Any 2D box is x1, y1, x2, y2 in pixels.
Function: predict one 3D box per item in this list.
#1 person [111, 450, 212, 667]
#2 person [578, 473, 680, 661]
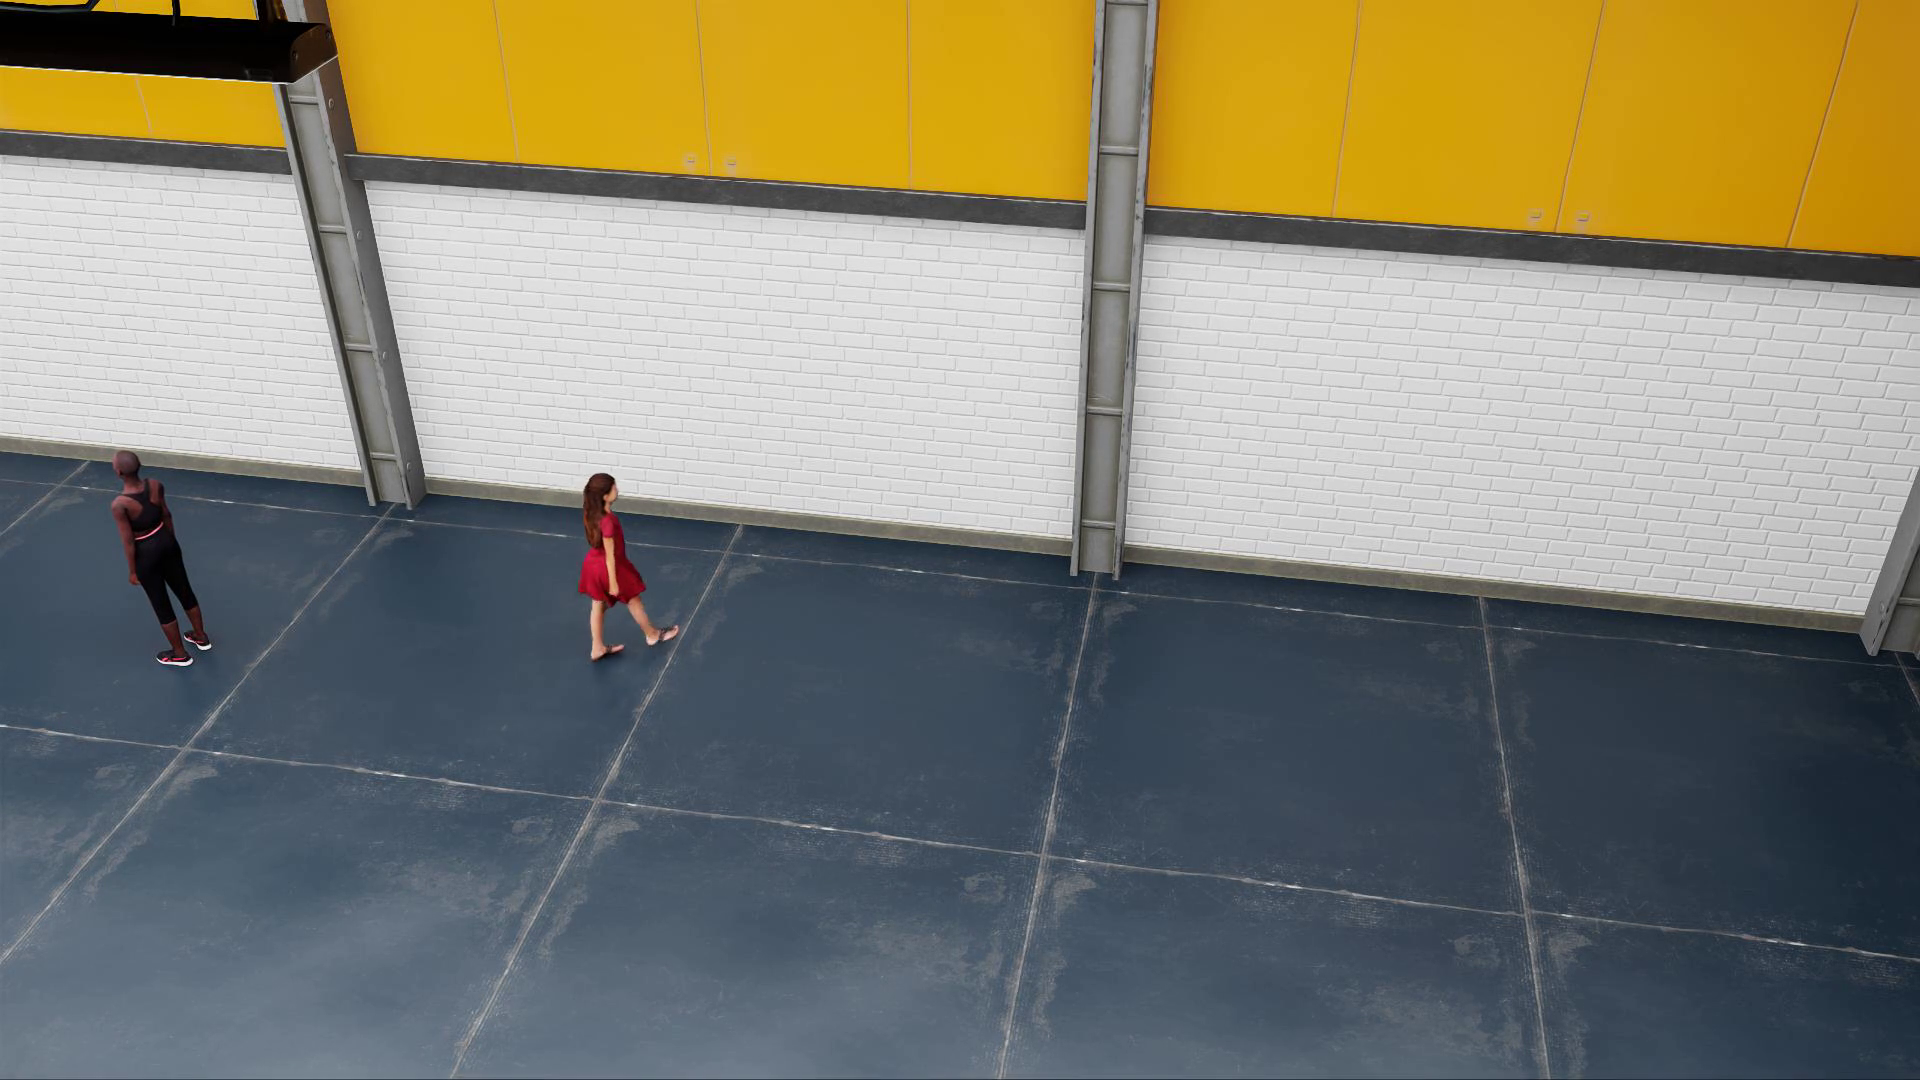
[{"bbox_3d":[-5.764,0.117,11.937,0.611,1.757,0.631,15,36,21],"label":"person"},{"bbox_3d":[-2.606,0.228,11.976,0.972,1.529,0.890,-19,38,-26],"label":"person"}]
